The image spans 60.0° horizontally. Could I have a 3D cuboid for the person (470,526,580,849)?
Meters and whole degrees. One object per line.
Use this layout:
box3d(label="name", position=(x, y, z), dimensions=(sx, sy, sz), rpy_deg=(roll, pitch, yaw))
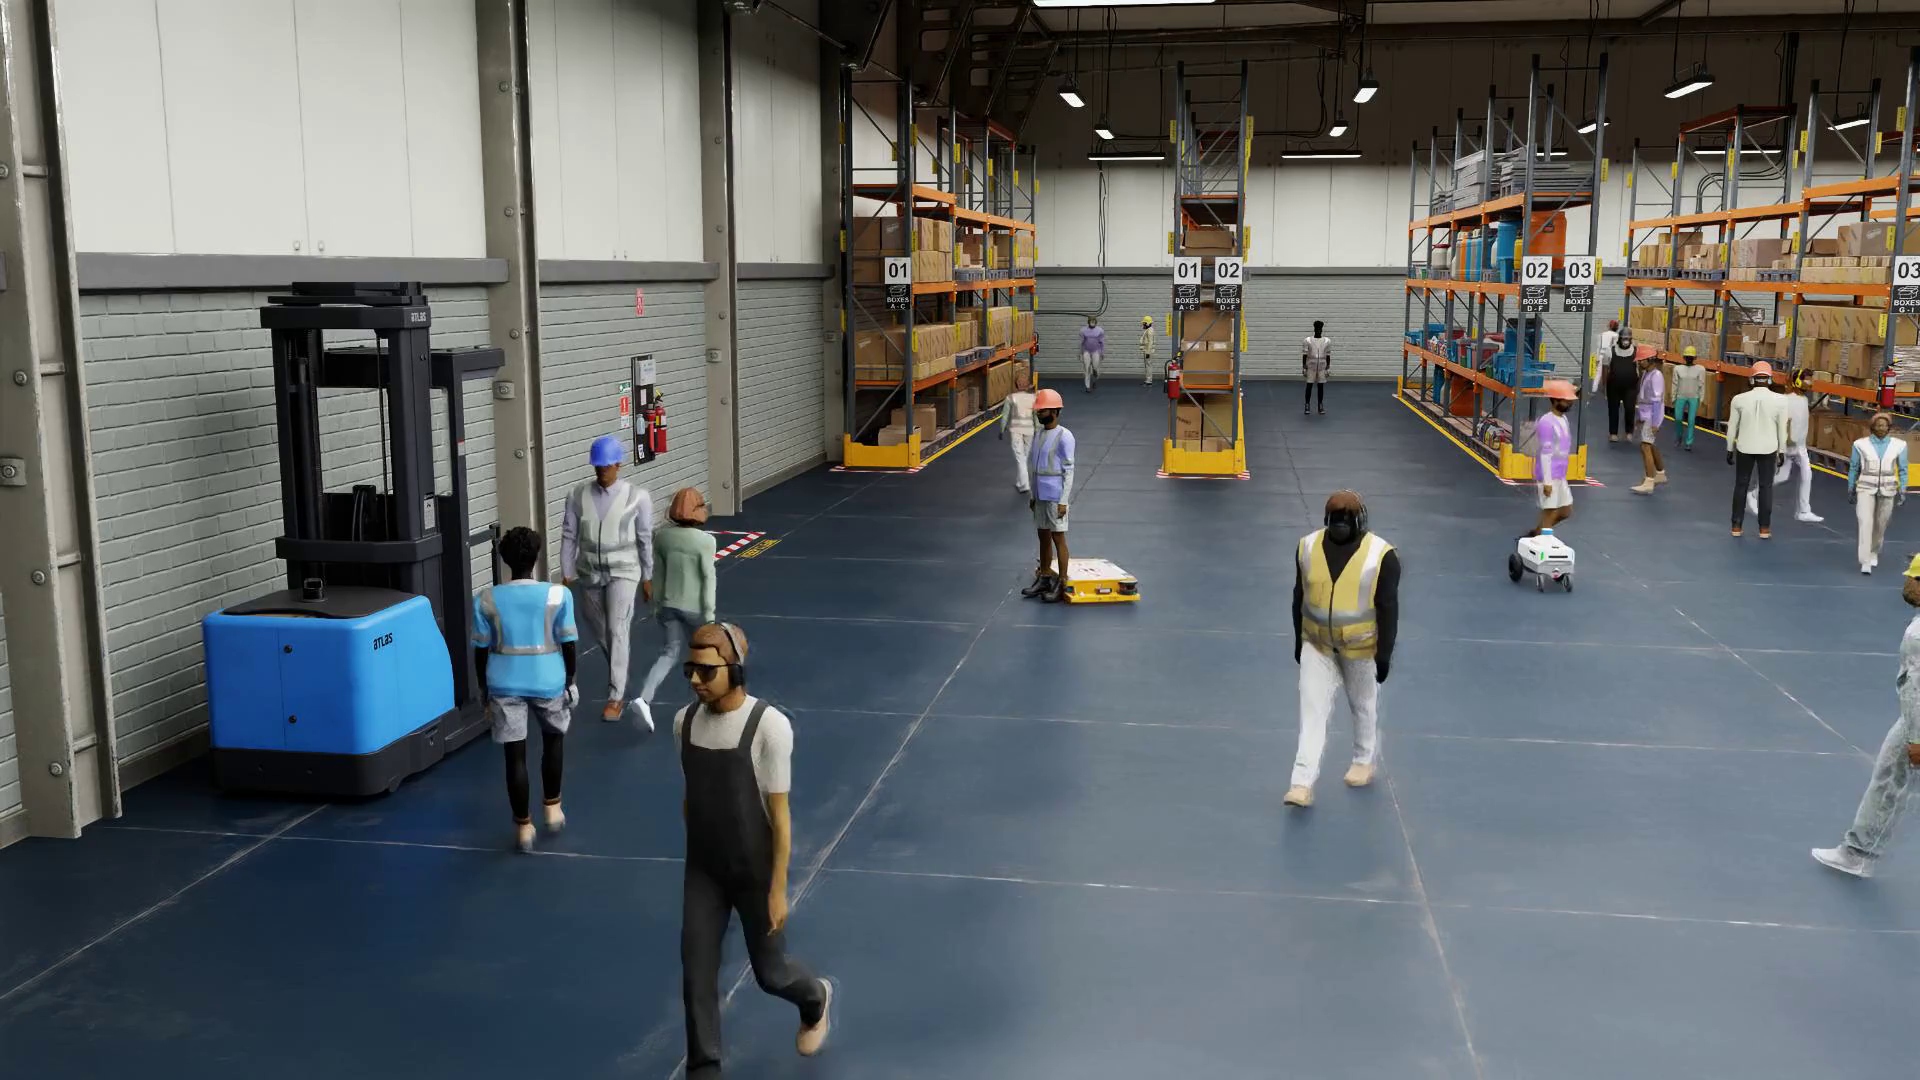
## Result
box3d(label="person", position=(-2.288, 0.753, 8.795), dimensions=(0.552, 1.677, 0.565), rpy_deg=(-2, 9, -12))

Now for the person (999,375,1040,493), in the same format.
box3d(label="person", position=(0.831, -1.449, 22.673), dimensions=(0.523, 1.597, 0.853), rpy_deg=(-3, 10, -20))

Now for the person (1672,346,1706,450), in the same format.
box3d(label="person", position=(12.255, -2.389, 28.003), dimensions=(0.530, 1.754, 0.388), rpy_deg=(5, 10, 27))

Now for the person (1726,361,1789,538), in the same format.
box3d(label="person", position=(9.032, -1.027, 18.865), dimensions=(0.623, 1.991, 0.402), rpy_deg=(5, 11, 29))

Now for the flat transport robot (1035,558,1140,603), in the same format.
box3d(label="flat transport robot", position=(1.187, 0.363, 15.698), dimensions=(0.652, 0.197, 1.431), rpy_deg=(-2, 9, -10))

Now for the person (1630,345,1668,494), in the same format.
box3d(label="person", position=(9.464, -1.660, 22.744), dimensions=(0.608, 2.004, 0.846), rpy_deg=(2, 9, 14))

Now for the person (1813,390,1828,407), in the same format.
box3d(label="person", position=(17.991, -3.419, 34.735), dimensions=(0.511, 1.613, 0.561), rpy_deg=(4, 10, 21))

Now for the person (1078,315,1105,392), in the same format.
box3d(label="person", position=(3.266, -4.642, 41.366), dimensions=(0.652, 1.920, 0.480), rpy_deg=(1, 9, 5))

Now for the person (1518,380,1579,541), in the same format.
box3d(label="person", position=(5.952, -0.656, 16.773), dimensions=(0.504, 1.925, 0.547), rpy_deg=(8, 12, 41))

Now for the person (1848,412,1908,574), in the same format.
box3d(label="person", position=(9.221, -0.494, 16.748), dimensions=(0.511, 1.607, 0.808), rpy_deg=(3, 10, 20))

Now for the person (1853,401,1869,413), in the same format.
box3d(label="person", position=(19.225, -3.713, 35.456), dimensions=(0.615, 1.997, 1.051), rpy_deg=(2, 10, 15))

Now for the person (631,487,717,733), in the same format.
box3d(label="person", position=(-1.850, 0.465, 10.853), dimensions=(0.510, 1.607, 0.721), rpy_deg=(5, 10, 28))

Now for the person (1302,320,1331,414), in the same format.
box3d(label="person", position=(7.515, -3.645, 35.071), dimensions=(0.606, 1.967, 0.367), rpy_deg=(0, 9, 1))

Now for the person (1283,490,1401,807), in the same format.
box3d(label="person", position=(2.175, 0.599, 9.484), dimensions=(0.638, 1.784, 0.982), rpy_deg=(5, 11, 29))

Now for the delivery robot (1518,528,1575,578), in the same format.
box3d(label="delivery robot", position=(5.625, 0.131, 15.967), dimensions=(0.477, 0.478, 0.707), rpy_deg=(0, 9, 1))

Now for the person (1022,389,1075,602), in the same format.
box3d(label="person", position=(0.810, -0.412, 15.217), dimensions=(0.362, 1.939, 0.542), rpy_deg=(-6, 11, -32))

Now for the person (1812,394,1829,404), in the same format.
box3d(label="person", position=(19.322, -3.966, 37.234), dimensions=(0.605, 1.908, 0.667), rpy_deg=(4, 10, 21))

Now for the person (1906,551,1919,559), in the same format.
box3d(label="person", position=(10.234, -0.669, 17.169), dimensions=(0.606, 1.818, 0.609), rpy_deg=(8, 12, 39))

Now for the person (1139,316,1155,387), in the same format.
box3d(label="person", position=(4.870, -4.906, 43.262), dimensions=(0.404, 1.832, 0.600), rpy_deg=(0, 9, 1))

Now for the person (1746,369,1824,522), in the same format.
box3d(label="person", position=(10.081, -1.170, 20.216), dimensions=(0.519, 1.842, 0.838), rpy_deg=(-6, 11, -33))

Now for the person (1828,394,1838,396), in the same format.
box3d(label="person", position=(21.350, -4.407, 39.938), dimensions=(0.965, 1.901, 0.632), rpy_deg=(-2, 9, -10))

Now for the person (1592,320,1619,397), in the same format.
box3d(label="person", position=(15.399, -4.309, 39.582), dimensions=(0.966, 1.837, 0.659), rpy_deg=(-6, 11, -33))

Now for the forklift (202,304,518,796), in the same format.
box3d(label="forklift", position=(-3.673, -0.038, 10.147), dimensions=(1.129, 2.768, 1.873), rpy_deg=(1, 9, 9))

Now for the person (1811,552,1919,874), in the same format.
box3d(label="person", position=(4.677, 0.880, 8.023), dimensions=(0.495, 1.695, 0.930), rpy_deg=(-5, 10, -28))

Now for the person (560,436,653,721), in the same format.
box3d(label="person", position=(-2.414, 0.212, 11.493), dimensions=(0.618, 1.914, 0.930), rpy_deg=(1, 9, 7))

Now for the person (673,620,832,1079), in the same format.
box3d(label="person", position=(-0.765, 1.155, 5.955), dimensions=(0.514, 1.814, 0.820), rpy_deg=(4, 10, 24))

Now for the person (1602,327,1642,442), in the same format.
box3d(label="person", position=(11.629, -2.716, 29.249), dimensions=(0.681, 2.000, 0.666), rpy_deg=(3, 10, 20))
